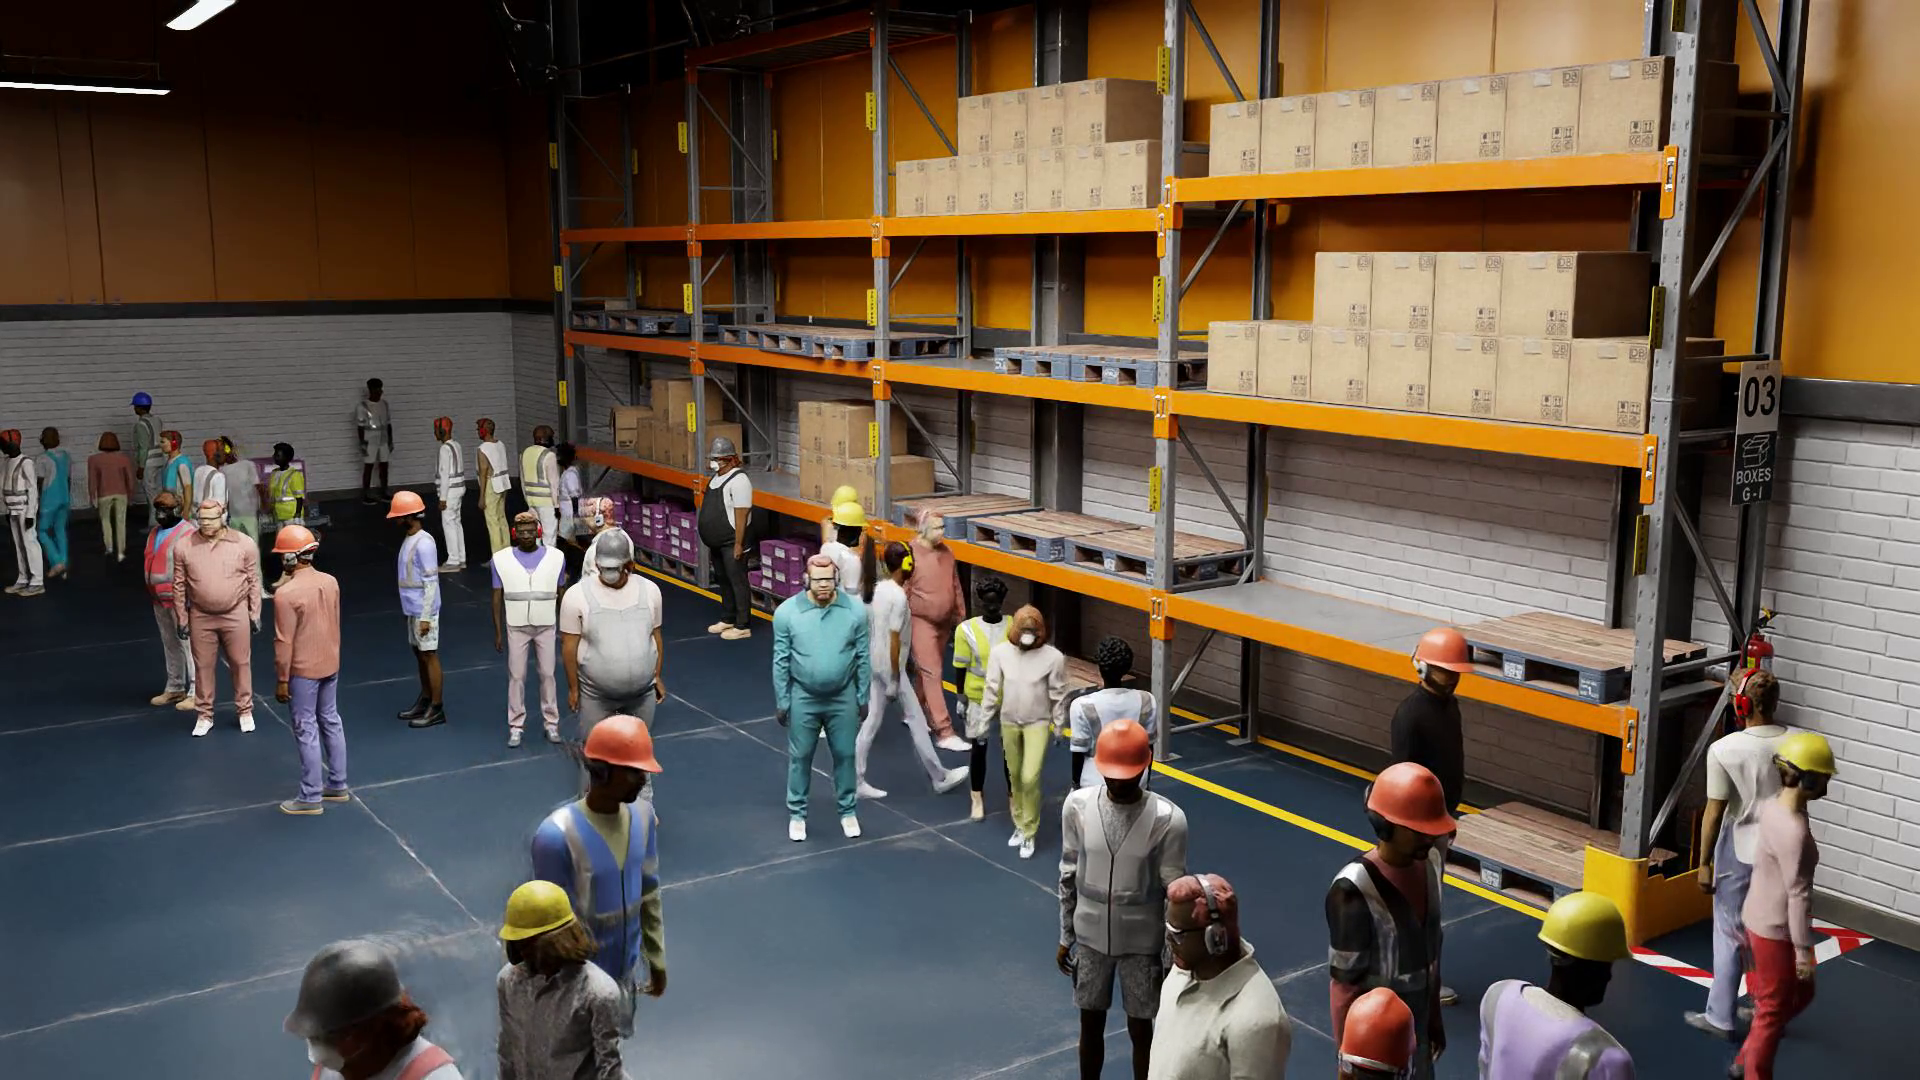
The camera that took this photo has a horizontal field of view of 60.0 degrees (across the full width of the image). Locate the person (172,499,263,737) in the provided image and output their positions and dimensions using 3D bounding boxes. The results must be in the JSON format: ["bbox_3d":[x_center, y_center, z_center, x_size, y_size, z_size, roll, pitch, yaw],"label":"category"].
[{"bbox_3d":[-5.896,0.612,13.227,0.651,1.904,0.403,-3,10,-19],"label":"person"}]

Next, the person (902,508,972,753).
[{"bbox_3d":[-0.208,0.680,13.021,0.907,1.872,0.662,8,12,37],"label":"person"}]

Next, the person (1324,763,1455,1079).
[{"bbox_3d":[1.575,1.778,6.034,0.614,2.029,0.409,-9,13,-42],"label":"person"}]

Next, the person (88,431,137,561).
[{"bbox_3d":[-10.652,-0.559,20.924,0.535,1.614,0.556,-5,11,-25],"label":"person"}]

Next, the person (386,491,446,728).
[{"bbox_3d":[-4.404,0.557,13.473,0.374,1.930,0.542,-6,11,-31],"label":"person"}]

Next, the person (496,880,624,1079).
[{"bbox_3d":[-1.367,1.983,5.693,0.488,1.735,0.367,4,10,22],"label":"person"}]

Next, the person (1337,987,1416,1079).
[{"bbox_3d":[1.176,2.125,4.770,0.572,1.755,0.319,8,13,41],"label":"person"}]

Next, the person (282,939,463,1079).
[{"bbox_3d":[-1.547,1.995,4.709,0.686,2.000,1.078,8,12,38],"label":"person"}]

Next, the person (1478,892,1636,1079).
[{"bbox_3d":[1.819,1.997,5.080,0.400,1.915,0.591,-4,10,-22],"label":"person"}]

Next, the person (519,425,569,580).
[{"bbox_3d":[-4.880,-0.432,19.546,0.629,1.840,0.429,8,12,39],"label":"person"}]

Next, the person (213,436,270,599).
[{"bbox_3d":[-7.994,-0.245,18.510,0.646,1.831,0.344,0,10,3],"label":"person"}]

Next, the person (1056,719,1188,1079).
[{"bbox_3d":[0.667,1.672,6.957,0.550,1.925,0.389,4,10,22],"label":"person"}]

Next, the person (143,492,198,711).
[{"bbox_3d":[-6.624,0.507,14.017,0.633,1.846,0.429,6,11,31],"label":"person"}]

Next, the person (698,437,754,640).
[{"bbox_3d":[-2.354,-0.034,16.619,0.537,2.000,0.683,-7,12,-34],"label":"person"}]

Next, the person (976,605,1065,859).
[{"bbox_3d":[0.378,1.210,10.562,0.527,1.612,0.607,4,10,21],"label":"person"}]

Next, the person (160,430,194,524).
[{"bbox_3d":[-8.878,-0.337,18.963,0.392,1.847,0.563,-8,12,-39],"label":"person"}]

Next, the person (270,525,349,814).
[{"bbox_3d":[-4.483,0.881,11.411,0.407,1.987,0.615,3,10,14],"label":"person"}]

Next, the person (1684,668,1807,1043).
[{"bbox_3d":[3.829,1.532,8.033,0.560,1.836,0.395,-2,10,-13],"label":"person"}]

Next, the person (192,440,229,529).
[{"bbox_3d":[-7.969,-0.133,17.741,0.585,1.869,0.405,8,13,39],"label":"person"}]

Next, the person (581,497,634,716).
[{"bbox_3d":[-2.831,0.601,13.313,0.399,1.900,0.645,1,10,8],"label":"person"}]

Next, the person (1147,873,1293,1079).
[{"bbox_3d":[0.780,1.973,5.282,0.401,1.894,0.653,-3,10,-15],"label":"person"}]

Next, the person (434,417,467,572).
[{"bbox_3d":[-6.184,-0.554,20.157,0.361,1.877,0.585,0,10,-3],"label":"person"}]

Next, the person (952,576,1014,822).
[{"bbox_3d":[0.219,1.066,11.209,0.539,1.687,0.320,-1,10,-7],"label":"person"}]

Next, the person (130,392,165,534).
[{"bbox_3d":[-11.163,-1.056,22.885,0.398,1.945,0.611,-1,10,-4],"label":"person"}]

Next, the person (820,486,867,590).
[{"bbox_3d":[-1.025,0.442,14.333,0.403,1.874,0.628,-7,12,-34],"label":"person"}]

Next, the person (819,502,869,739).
[{"bbox_3d":[-0.896,0.654,12.961,0.387,1.916,0.585,-6,11,-30],"label":"person"}]

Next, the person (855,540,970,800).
[{"bbox_3d":[-0.407,0.913,11.716,0.950,1.814,0.505,-5,11,-25],"label":"person"}]

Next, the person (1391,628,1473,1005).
[{"bbox_3d":[2.336,1.407,8.304,0.391,1.990,0.614,7,12,37],"label":"person"}]

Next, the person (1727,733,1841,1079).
[{"bbox_3d":[3.604,1.704,7.276,0.342,1.755,0.566,4,10,21],"label":"person"}]

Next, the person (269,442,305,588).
[{"bbox_3d":[-7.697,-0.273,19.022,0.535,1.700,0.318,6,11,31],"label":"person"}]

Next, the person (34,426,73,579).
[{"bbox_3d":[-10.685,-0.427,19.609,0.381,1.814,0.545,4,10,21],"label":"person"}]

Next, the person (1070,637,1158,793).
[{"bbox_3d":[0.852,1.380,9.330,0.535,1.697,0.318,-3,10,-18],"label":"person"}]

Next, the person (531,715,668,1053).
[{"bbox_3d":[-1.414,1.686,6.583,0.464,2.020,0.648,6,11,32],"label":"person"}]

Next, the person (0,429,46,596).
[{"bbox_3d":[-10.580,-0.315,18.723,0.572,1.886,0.355,7,12,37],"label":"person"}]

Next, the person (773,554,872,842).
[{"bbox_3d":[-0.890,1.025,10.837,0.644,1.898,0.398,-2,10,-11],"label":"person"}]

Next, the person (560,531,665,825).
[{"bbox_3d":[-2.254,0.927,10.978,0.688,2.000,0.536,-5,11,-26],"label":"person"}]

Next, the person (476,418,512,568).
[{"bbox_3d":[-5.719,-0.576,20.414,0.392,1.836,0.566,2,10,11],"label":"person"}]

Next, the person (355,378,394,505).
[{"bbox_3d":[-8.990,-1.521,25.607,0.379,1.956,0.606,7,12,35],"label":"person"}]

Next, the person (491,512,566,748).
[{"bbox_3d":[-3.343,0.686,12.963,0.573,1.844,0.376,-3,10,-19],"label":"person"}]
